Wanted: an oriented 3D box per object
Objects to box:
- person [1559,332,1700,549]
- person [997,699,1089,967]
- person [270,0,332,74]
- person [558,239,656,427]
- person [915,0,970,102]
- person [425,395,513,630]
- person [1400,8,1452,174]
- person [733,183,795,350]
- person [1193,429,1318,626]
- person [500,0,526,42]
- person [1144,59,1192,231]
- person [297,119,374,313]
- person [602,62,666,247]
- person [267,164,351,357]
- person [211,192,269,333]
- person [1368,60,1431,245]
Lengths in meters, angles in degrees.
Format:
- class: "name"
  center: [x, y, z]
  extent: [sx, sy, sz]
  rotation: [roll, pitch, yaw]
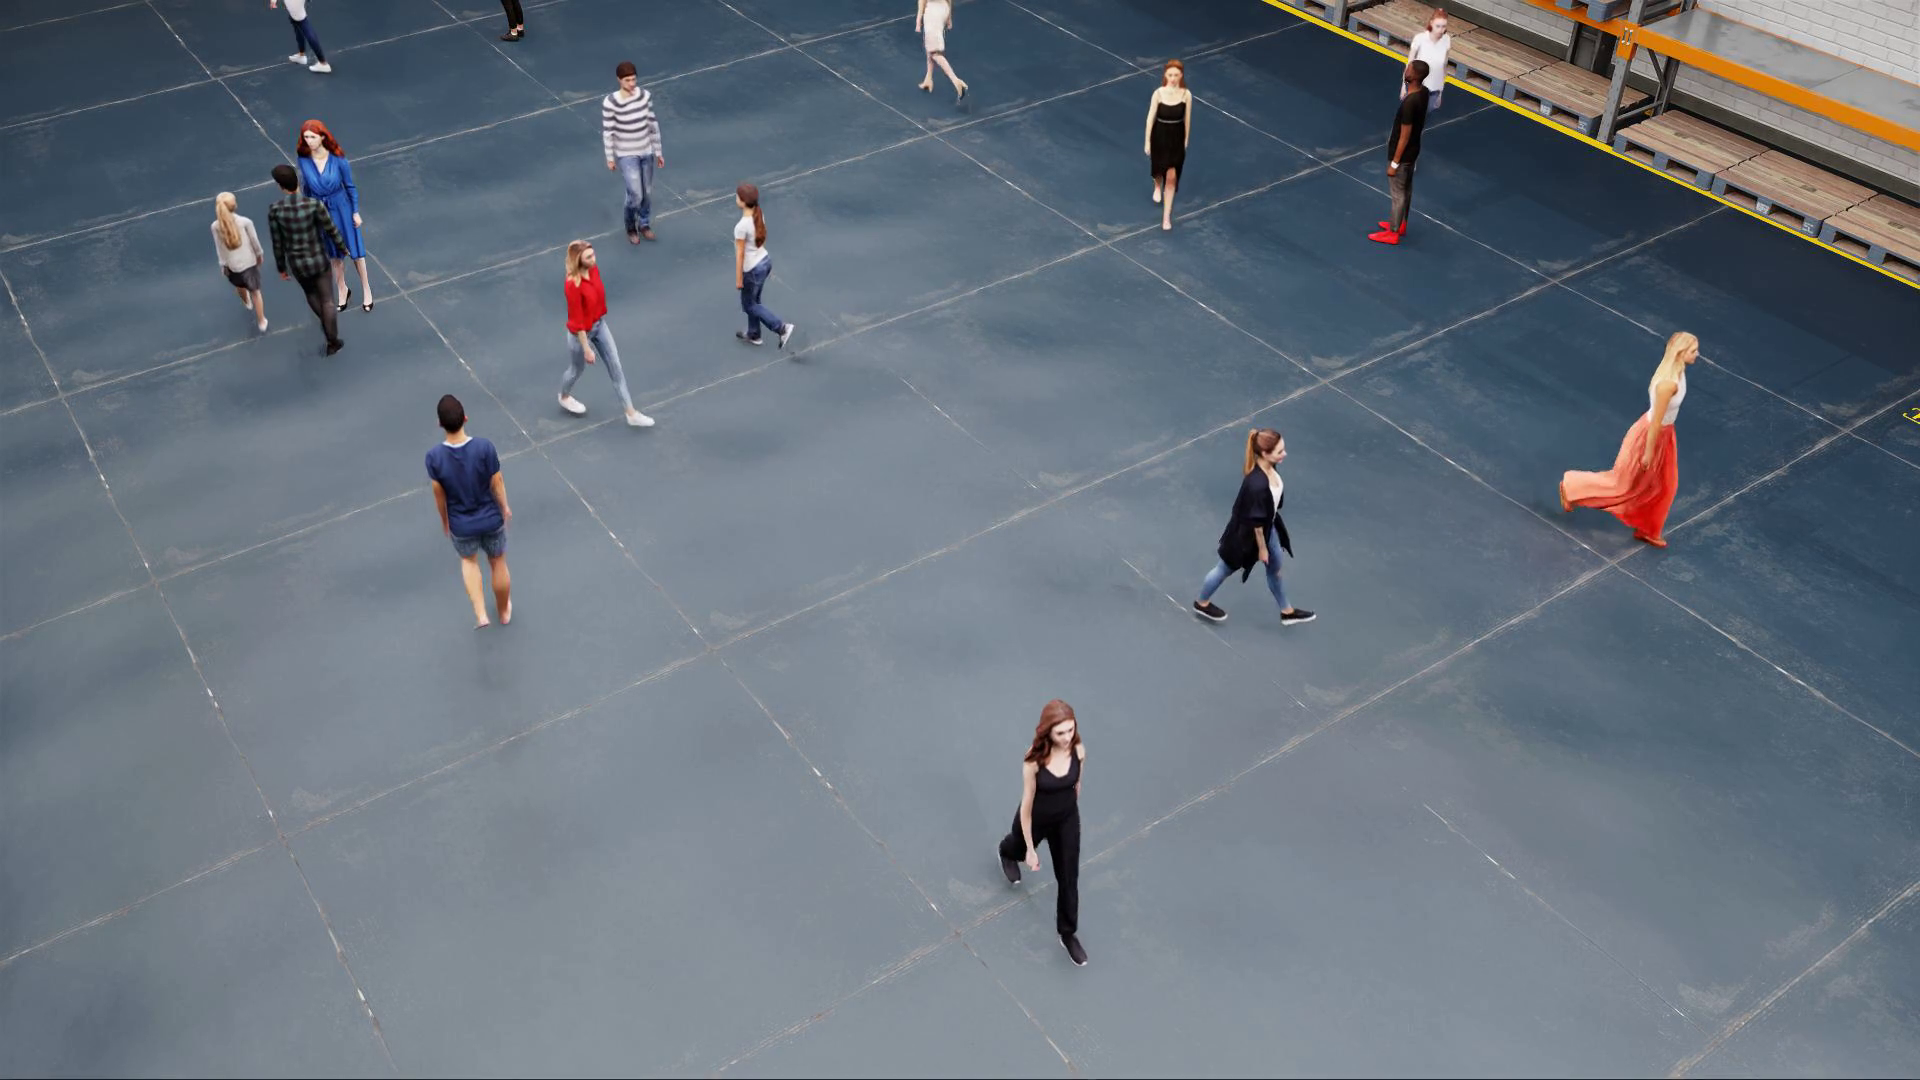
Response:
- class: "person"
  center: [4.927, -0.754, 12.117]
  extent: [1.169, 1.778, 0.874]
  rotation: [24, 44, 27]
- class: "person"
  center: [0.432, 1.511, 9.338]
  extent: [0.748, 1.705, 1.234]
  rotation: [-15, 41, -18]
- class: "person"
  center: [-7.486, -6.163, 18.906]
  extent: [0.967, 1.756, 0.897]
  rotation: [7, 39, 9]
- class: "person"
  center: [-3.049, -1.646, 13.332]
  extent: [1.220, 1.656, 1.028]
  rotation: [15, 41, 18]
- class: "person"
  center: [-0.213, -5.639, 18.288]
  extent: [0.702, 1.710, 1.113]
  rotation: [-30, 48, -32]
- class: "person"
  center: [-3.264, -0.101, 11.254]
  extent: [0.759, 1.834, 0.844]
  rotation: [-9, 39, -11]
- class: "person"
  center: [4.716, -4.619, 16.999]
  extent: [0.669, 1.724, 0.719]
  rotation: [-3, 39, -4]
- class: "person"
  center: [-1.722, -2.316, 14.256]
  extent: [0.938, 1.548, 0.790]
  rotation: [17, 42, 20]
- class: "person"
  center: [1.898, -0.061, 11.362]
  extent: [1.181, 1.636, 1.016]
  rotation: [13, 41, 16]
- class: "person"
  center: [-5.413, -6.701, 19.797]
  extent: [0.654, 1.485, 0.624]
  rotation: [13, 40, 15]
- class: "person"
  center: [2.021, -3.928, 16.252]
  extent: [1.019, 1.578, 1.151]
  rotation: [3, 39, 3]
- class: "person"
  center: [-5.519, -2.864, 14.718]
  extent: [0.715, 1.828, 0.755]
  rotation: [2, 39, 2]
- class: "person"
  center: [-3.127, -3.690, 15.751]
  extent: [0.667, 1.830, 0.695]
  rotation: [-26, 46, -29]
- class: "person"
  center: [-5.604, -2.361, 14.268]
  extent: [0.981, 1.689, 1.103]
  rotation: [-4, 39, -5]
- class: "person"
  center: [-6.315, -2.419, 14.627]
  extent: [0.680, 1.246, 0.902]
  rotation: [-12, 40, -15]
- class: "person"
  center: [4.223, -3.677, 15.755]
  extent: [0.670, 1.805, 0.706]
  rotation: [22, 43, 25]
